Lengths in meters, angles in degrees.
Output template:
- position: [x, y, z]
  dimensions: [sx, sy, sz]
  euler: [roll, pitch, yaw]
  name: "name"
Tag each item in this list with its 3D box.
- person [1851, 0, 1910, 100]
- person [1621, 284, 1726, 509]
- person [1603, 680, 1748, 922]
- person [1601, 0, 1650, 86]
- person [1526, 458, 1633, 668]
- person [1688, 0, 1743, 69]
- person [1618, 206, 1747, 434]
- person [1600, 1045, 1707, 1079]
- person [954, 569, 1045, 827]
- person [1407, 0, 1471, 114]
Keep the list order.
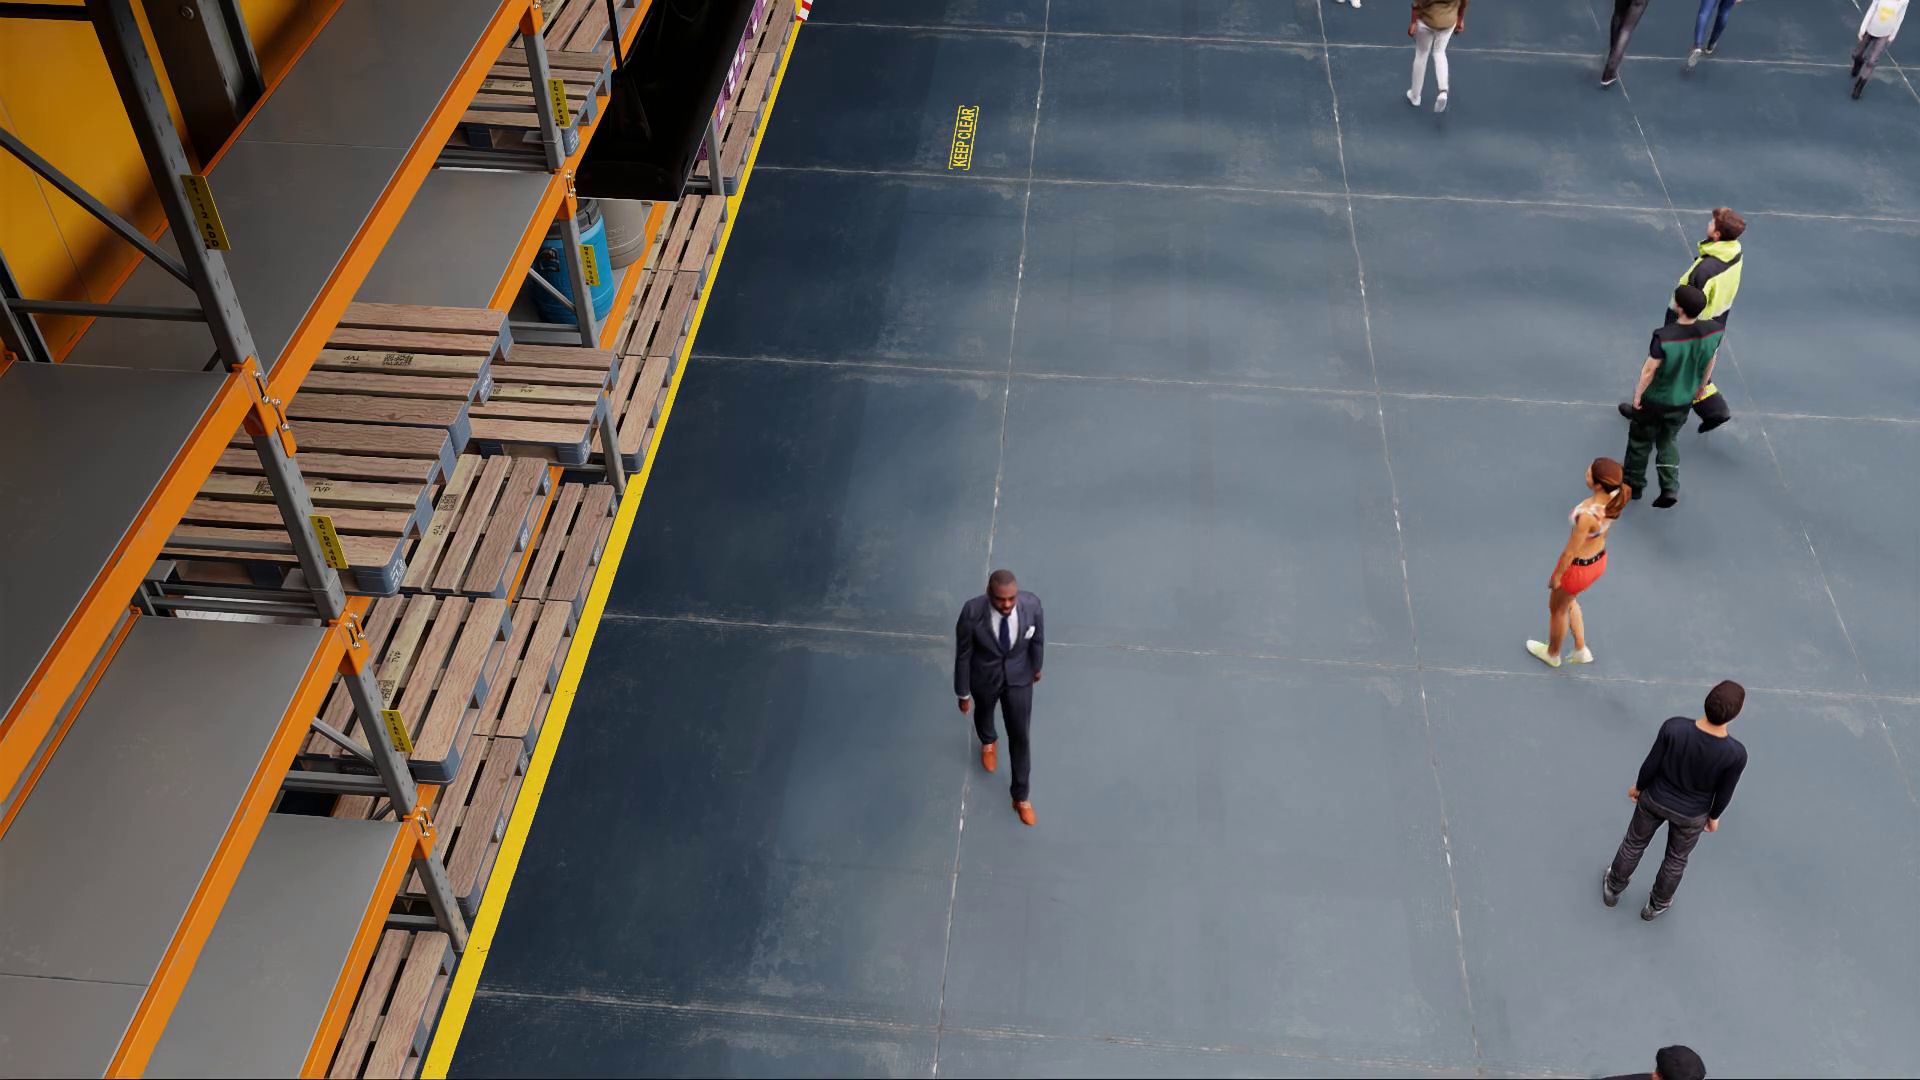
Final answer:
- position: [9.218, -5.117, 16.698]
  dimensions: [0.697, 1.267, 0.853]
  euler: [23, 48, 22]
  name: "person"
- position: [5.098, -0.964, 11.894]
  dimensions: [0.823, 1.880, 0.977]
  euler: [-5, 44, -5]
  name: "person"
- position: [4.025, 1.472, 9.346]
  dimensions: [0.718, 1.869, 0.694]
  euler: [22, 48, 22]
  name: "person"
- position: [6.719, -5.497, 16.633]
  dimensions: [1.034, 1.908, 1.303]
  euler: [24, 49, 24]
  name: "person"
- position: [4.074, 0.219, 10.726]
  dimensions: [0.781, 1.779, 0.841]
  euler: [-29, 51, -27]
  name: "person"
- position: [7.806, -5.668, 16.980]
  dimensions: [0.815, 1.677, 1.117]
  euler: [16, 46, 16]
  name: "person"
- position: [5.569, -1.558, 12.462]
  dimensions: [1.139, 1.957, 1.178]
  euler: [-34, 53, -31]
  name: "person"
- position: [3.103, 2.843, 7.908]
  dimensions: [0.754, 1.867, 0.785]
  euler: [0, 44, -1]
  name: "person"
- position: [0.220, 0.782, 10.127]
  dimensions: [0.865, 1.790, 1.143]
  euler: [-5, 44, -5]
  name: "person"
- position: [4.669, -5.008, 16.190]
  dimensions: [0.836, 1.811, 0.965]
  euler: [-5, 44, -5]
  name: "person"
